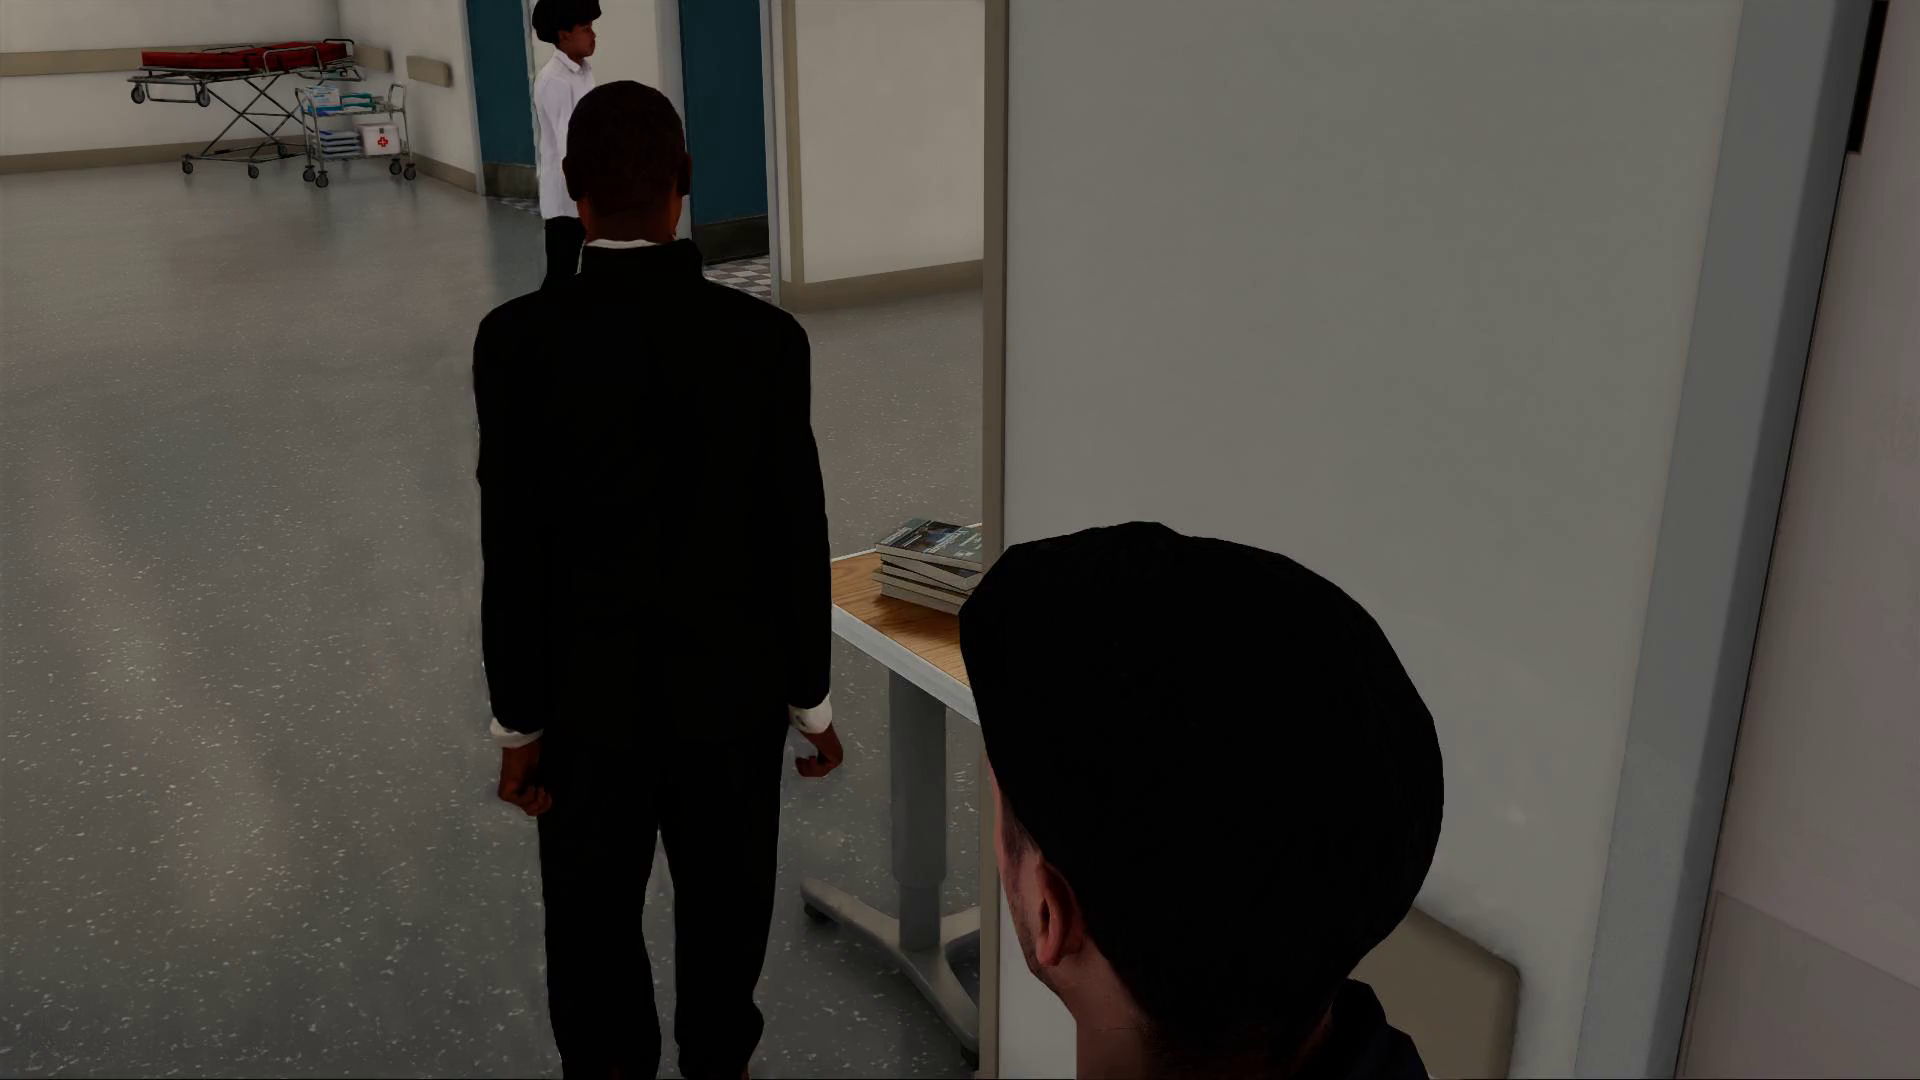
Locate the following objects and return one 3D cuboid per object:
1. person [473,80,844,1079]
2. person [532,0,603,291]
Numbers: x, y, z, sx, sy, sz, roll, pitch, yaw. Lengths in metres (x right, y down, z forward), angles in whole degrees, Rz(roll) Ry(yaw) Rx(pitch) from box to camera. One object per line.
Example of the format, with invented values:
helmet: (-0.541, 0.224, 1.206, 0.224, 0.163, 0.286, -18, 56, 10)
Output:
person: (-0.460, 0.279, 2.598, 0.987, 1.888, 1.139, -2, 21, -6)
person: (-1.883, -1.629, 7.788, 1.067, 1.780, 0.986, 5, 21, 13)
